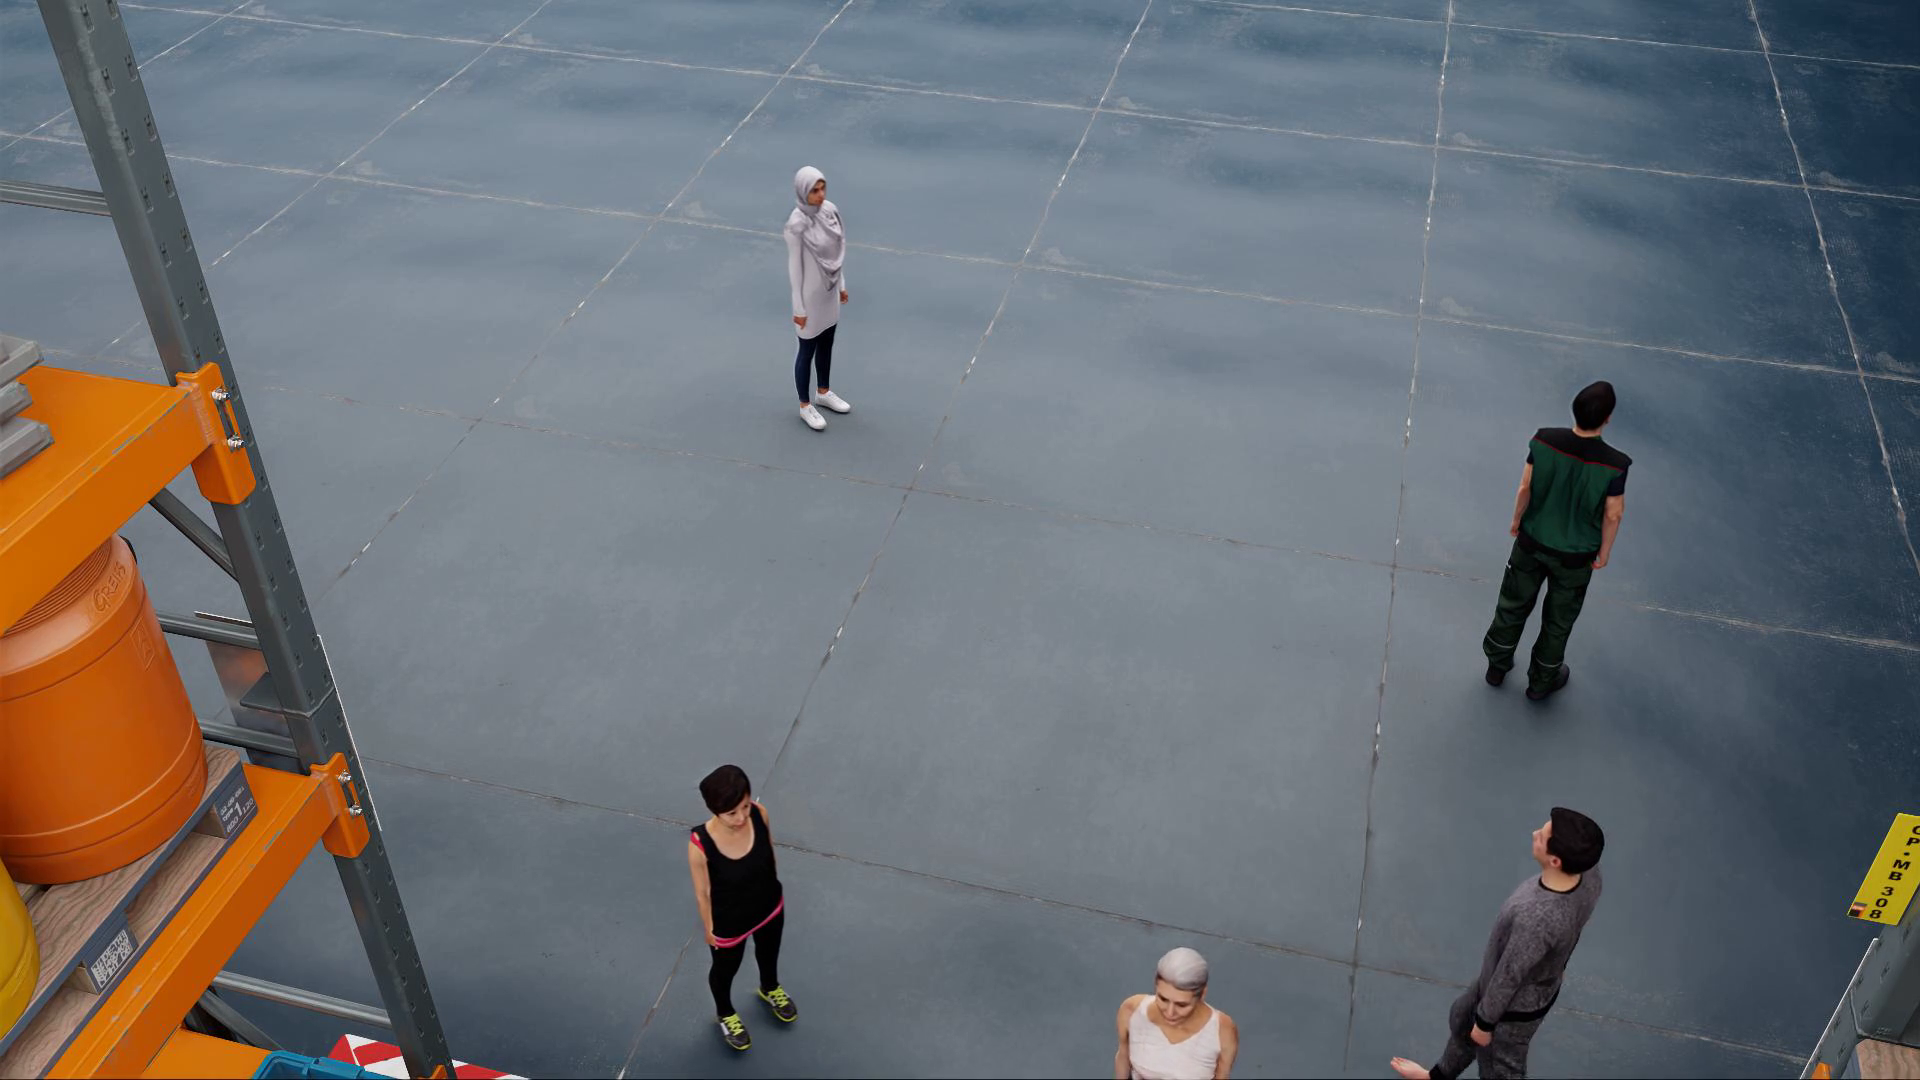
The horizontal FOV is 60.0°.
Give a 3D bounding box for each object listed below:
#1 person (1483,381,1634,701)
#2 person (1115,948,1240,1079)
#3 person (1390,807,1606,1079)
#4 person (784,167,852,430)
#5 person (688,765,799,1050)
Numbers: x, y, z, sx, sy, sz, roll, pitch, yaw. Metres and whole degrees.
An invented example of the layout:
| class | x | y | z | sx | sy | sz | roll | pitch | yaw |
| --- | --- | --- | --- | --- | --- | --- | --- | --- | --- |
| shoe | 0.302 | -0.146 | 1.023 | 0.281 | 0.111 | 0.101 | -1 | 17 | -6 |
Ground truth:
| class | x | y | z | sx | sy | sz | roll | pitch | yaw |
| --- | --- | --- | --- | --- | --- | --- | --- | --- | --- |
| person | 3.059 | 0.010 | 8.516 | 0.744 | 1.901 | 0.706 | 24 | 44 | 27 |
| person | 0.803 | 2.025 | 6.124 | 0.634 | 1.675 | 1.081 | 11 | 39 | 14 |
| person | 2.198 | 1.764 | 6.345 | 1.052 | 1.815 | 1.153 | 27 | 46 | 30 |
| person | -0.918 | -1.559 | 10.624 | 0.752 | 1.775 | 0.614 | 26 | 45 | 29 |
| person | -0.910 | 1.496 | 6.902 | 0.588 | 1.550 | 0.677 | -29 | 47 | -32 |
